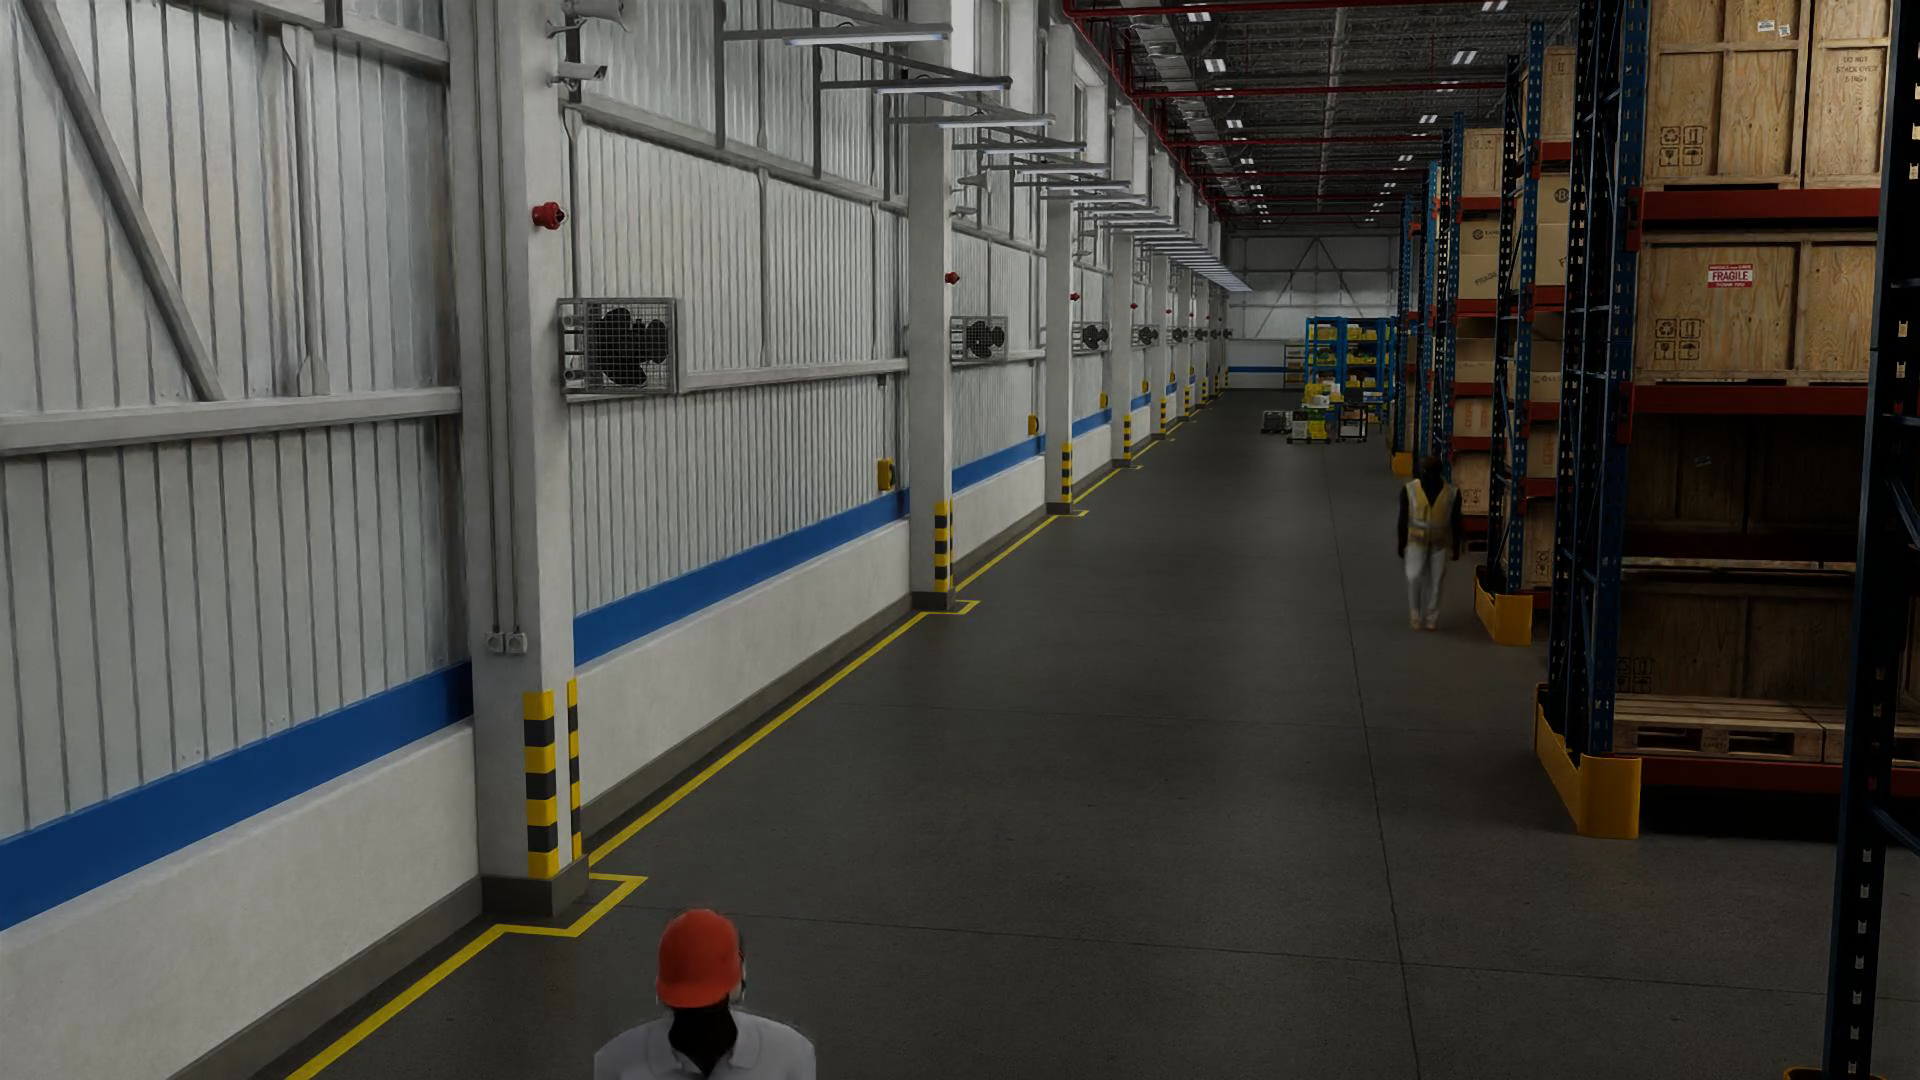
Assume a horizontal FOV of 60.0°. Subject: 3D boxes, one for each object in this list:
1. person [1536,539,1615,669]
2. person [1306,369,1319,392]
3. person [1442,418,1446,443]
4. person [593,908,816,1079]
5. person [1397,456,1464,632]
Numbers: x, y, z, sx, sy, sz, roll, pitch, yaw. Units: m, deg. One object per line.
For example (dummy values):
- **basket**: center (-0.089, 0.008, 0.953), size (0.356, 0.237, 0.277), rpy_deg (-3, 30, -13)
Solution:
- **person**: center (5.657, 0.229, 15.204), size (0.854, 1.958, 0.614), rpy_deg (2, 8, 19)
- **person**: center (12.189, -4.992, 57.471), size (0.575, 1.842, 0.375), rpy_deg (-1, 7, -9)
- **person**: center (8.455, -1.354, 28.711), size (0.401, 1.755, 0.526), rpy_deg (5, 9, 35)
- **person**: center (-0.610, 1.735, 4.049), size (0.566, 1.737, 0.369), rpy_deg (-1, 7, -10)
- **person**: center (4.841, 0.057, 17.107), size (0.654, 1.825, 0.633), rpy_deg (1, 7, 12)
